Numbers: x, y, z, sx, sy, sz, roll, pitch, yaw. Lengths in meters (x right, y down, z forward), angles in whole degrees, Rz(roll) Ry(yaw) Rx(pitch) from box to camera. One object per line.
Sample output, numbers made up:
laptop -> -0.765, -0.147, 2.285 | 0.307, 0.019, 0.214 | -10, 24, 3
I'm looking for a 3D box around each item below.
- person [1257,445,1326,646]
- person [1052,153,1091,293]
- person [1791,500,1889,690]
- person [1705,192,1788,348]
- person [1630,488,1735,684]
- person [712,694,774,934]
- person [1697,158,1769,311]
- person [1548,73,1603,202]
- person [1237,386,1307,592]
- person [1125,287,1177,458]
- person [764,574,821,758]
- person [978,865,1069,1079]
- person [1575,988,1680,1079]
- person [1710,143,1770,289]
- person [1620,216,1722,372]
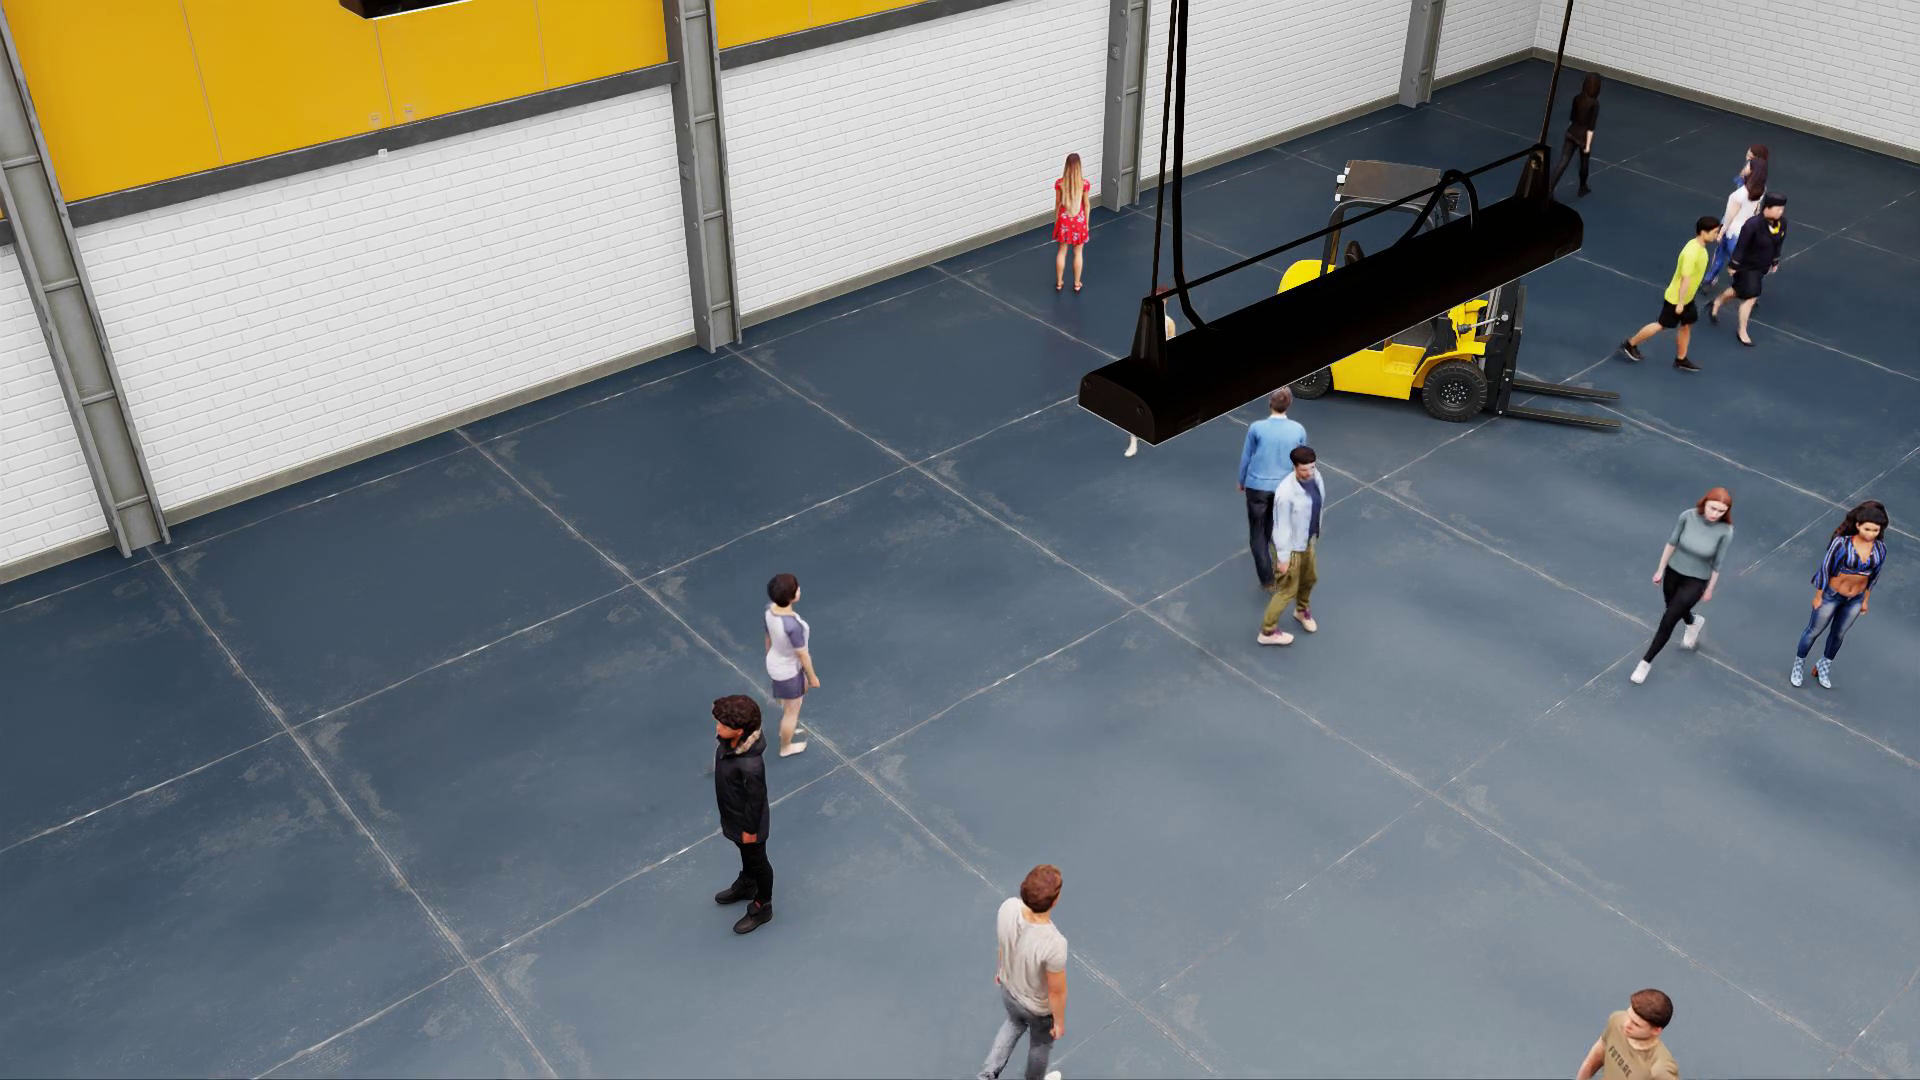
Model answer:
person -> 2.553, 0.039, 12.968 | 0.848, 1.781, 0.591 | 23, 40, 30
person -> 1.240, -3.531, 18.509 | 0.664, 1.591, 0.704 | 9, 35, 13
person -> 6.641, 0.425, 12.538 | 0.688, 1.614, 0.744 | 4, 34, 6
person -> 8.296, -2.908, 17.529 | 1.066, 1.639, 0.940 | -12, 36, -18
person -> 5.558, 0.282, 12.666 | 1.103, 1.709, 0.649 | -27, 42, -34
person -> -1.352, 1.690, 10.483 | 0.674, 1.781, 0.680 | -16, 37, -22
person -> 8.525, -3.276, 18.075 | 1.033, 1.648, 0.677 | -28, 43, -35
person -> 7.610, -4.949, 20.632 | 1.069, 1.604, 0.641 | -21, 39, -28
person -> 2.543, -0.407, 13.642 | 1.198, 1.778, 1.137 | -3, 34, -5
person -> 1.857, -1.634, 15.648 | 0.841, 1.601, 1.120 | 16, 37, 23
person -> -1.281, 0.925, 11.843 | 0.615, 1.550, 0.612 | -18, 38, -25
person -> 0.322, 2.530, 9.126 | 0.924, 1.885, 0.725 | -29, 43, -36
person -> 3.459, 2.970, 8.515 | 1.141, 1.828, 1.010 | -4, 34, -6
person -> 8.655, -3.526, 18.337 | 1.078, 1.774, 1.032 | 6, 34, 10
person -> 7.247, -2.515, 16.906 | 0.890, 1.674, 1.068 | 19, 38, 26
